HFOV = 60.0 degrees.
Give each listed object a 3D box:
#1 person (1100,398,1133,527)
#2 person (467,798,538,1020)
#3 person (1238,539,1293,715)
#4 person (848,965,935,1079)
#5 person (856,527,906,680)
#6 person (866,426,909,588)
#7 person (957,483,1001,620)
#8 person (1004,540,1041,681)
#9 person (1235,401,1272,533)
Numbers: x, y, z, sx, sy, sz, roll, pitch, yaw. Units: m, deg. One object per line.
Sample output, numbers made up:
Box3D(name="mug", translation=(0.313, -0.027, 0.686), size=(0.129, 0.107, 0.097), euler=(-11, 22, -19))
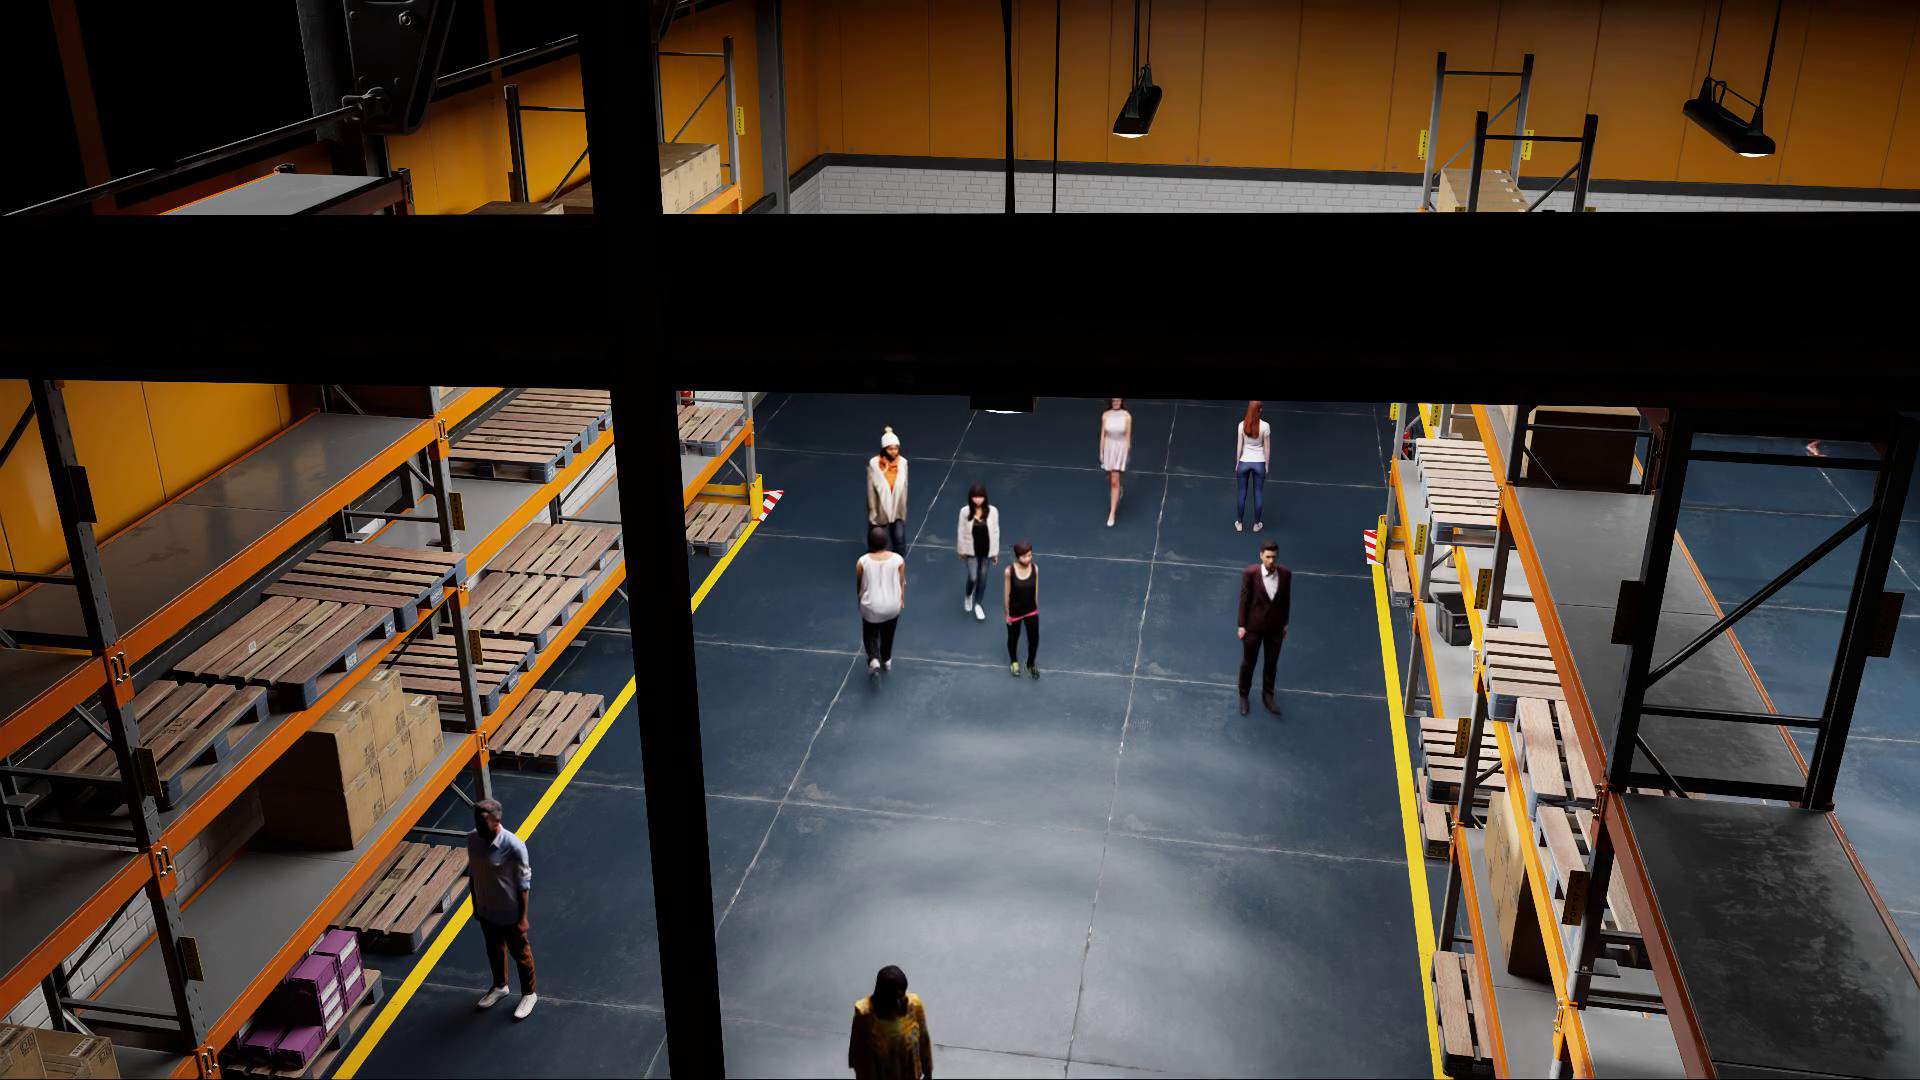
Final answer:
Box3D(name="person", translation=(2.005, -1.098, 21.276), size=(0.674, 1.739, 1.131), euler=(8, 25, 18))
Box3D(name="person", translation=(-3.433, 2.718, 12.437), size=(0.726, 1.828, 0.645), euler=(9, 25, 20))
Box3D(name="person", translation=(3.049, 0.847, 16.672), size=(0.744, 1.864, 0.681), euler=(-2, 24, -6))
Box3D(name="person", translation=(-0.471, 3.465, 10.995), size=(1.020, 1.614, 1.176), euler=(-9, 25, -19))
Box3D(name="person", translation=(-0.834, 0.668, 17.320), size=(0.821, 1.672, 0.990), euler=(-3, 24, -8))
Box3D(name="person", translation=(-0.891, -0.430, 19.592), size=(0.990, 1.865, 1.237), euler=(-6, 24, -14))
Box3D(name="person", translation=(0.206, 0.086, 18.710), size=(0.715, 1.625, 0.750), euler=(-3, 24, -6))
Box3D(name="person", translation=(0.614, 0.690, 17.441), size=(0.656, 1.534, 0.731), euler=(-5, 24, -12))
Box3D(name="person", translation=(3.669, -0.939, 20.912), size=(0.553, 1.739, 0.521), euler=(5, 24, 10))
